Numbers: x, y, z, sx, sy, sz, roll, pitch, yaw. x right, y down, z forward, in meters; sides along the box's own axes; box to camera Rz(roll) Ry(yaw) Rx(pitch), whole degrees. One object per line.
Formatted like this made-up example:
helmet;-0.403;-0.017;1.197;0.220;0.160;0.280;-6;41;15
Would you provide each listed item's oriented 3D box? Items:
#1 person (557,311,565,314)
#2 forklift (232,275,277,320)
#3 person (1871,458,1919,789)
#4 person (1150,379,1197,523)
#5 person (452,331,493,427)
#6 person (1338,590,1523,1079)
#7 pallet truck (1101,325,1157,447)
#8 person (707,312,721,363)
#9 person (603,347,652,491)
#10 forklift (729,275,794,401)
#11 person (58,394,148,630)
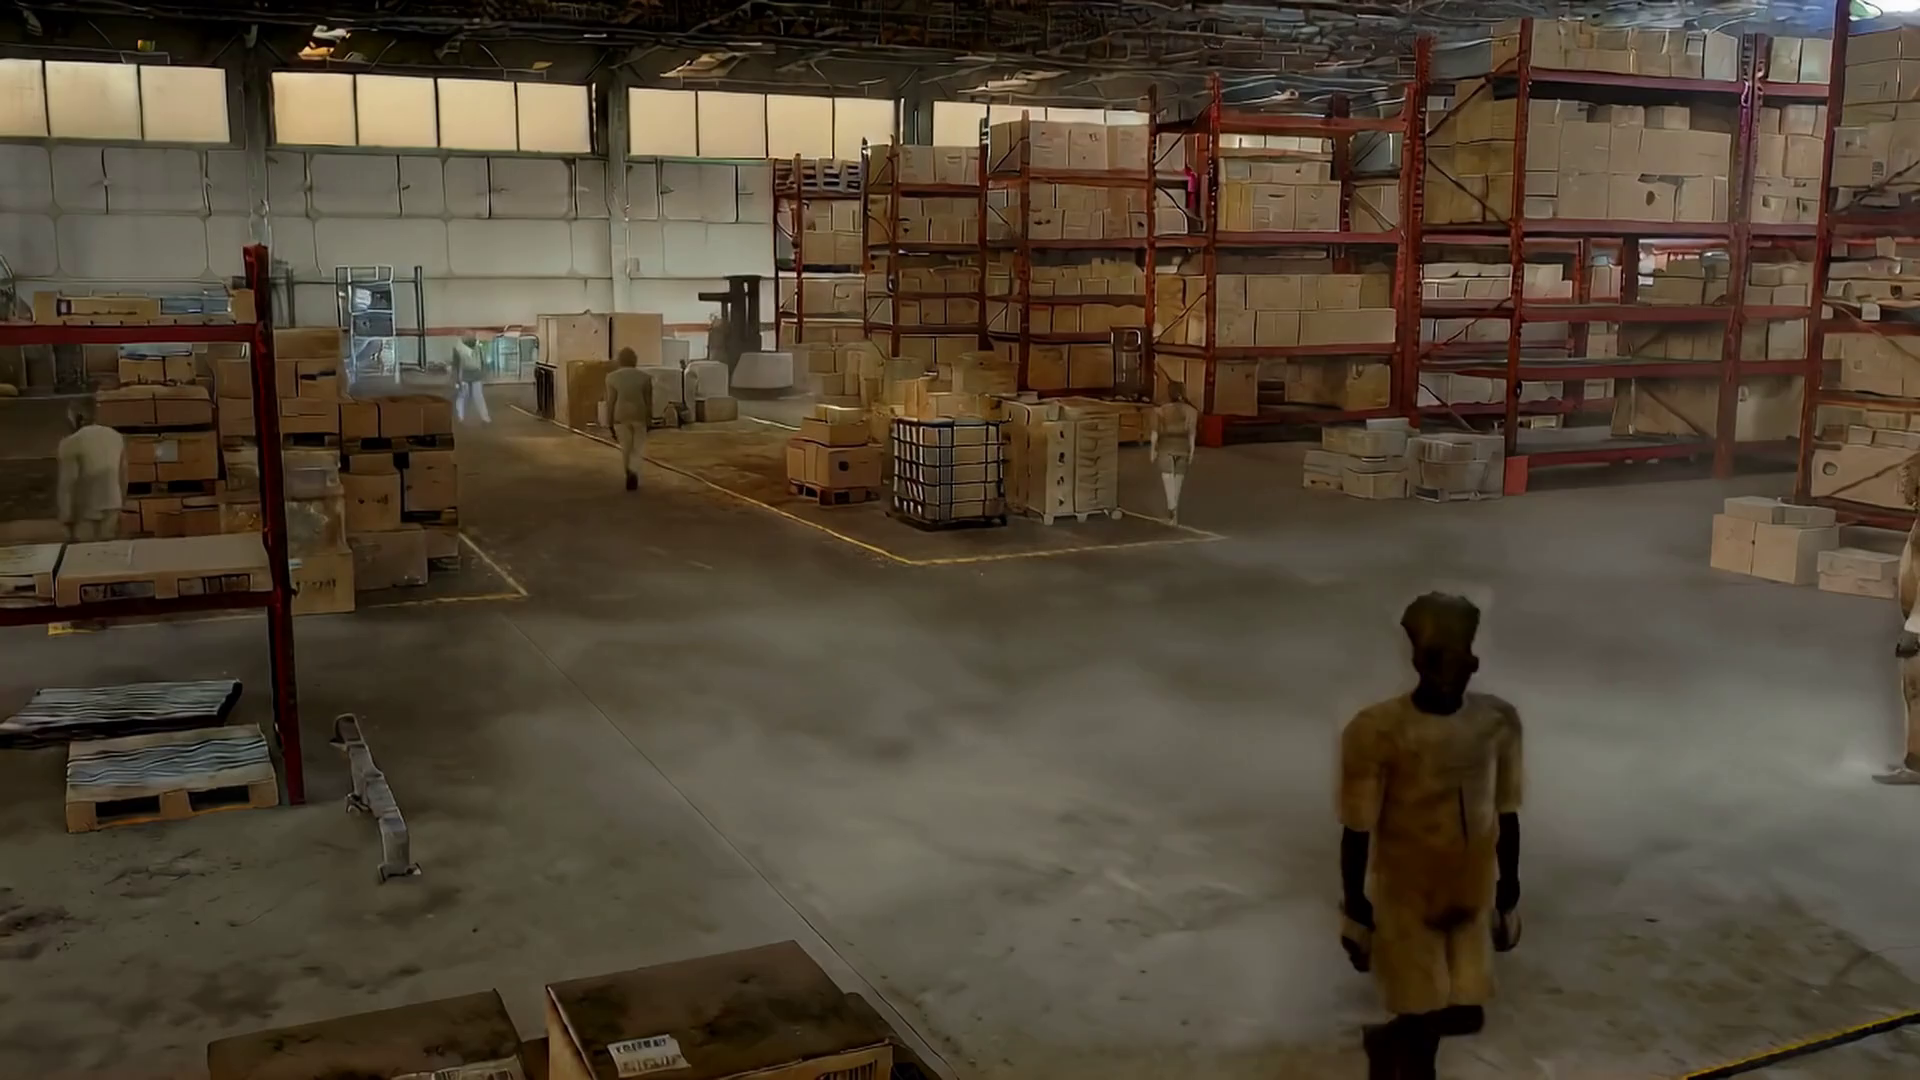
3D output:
person;-9.644;-4.557;40.273;0.368;1.939;0.542;0;9;0
forklift;-16.382;-4.786;38.781;1.129;2.768;1.873;-4;10;-25
person;5.389;0.465;9.332;0.309;1.868;0.535;9;13;43
person;2.490;-1.037;19.306;0.530;1.663;0.861;-1;9;-3
person;-9.121;-2.986;30.972;0.617;1.798;0.972;-8;12;-42
person;1.450;1.091;5.226;0.621;1.941;0.755;-3;10;-16
pallet truck;2.881;-2.596;27.923;0.823;1.965;1.885;-1;9;-7
person;-5.508;-4.123;37.405;0.379;1.996;0.611;4;10;21
person;-4.351;-1.565;21.787;0.626;1.924;0.559;0;9;-2
forklift;-4.810;-4.591;37.568;1.873;2.768;1.129;3;10;20
person;-6.940;-0.219;13.428;0.515;1.918;0.691;2;9;15
